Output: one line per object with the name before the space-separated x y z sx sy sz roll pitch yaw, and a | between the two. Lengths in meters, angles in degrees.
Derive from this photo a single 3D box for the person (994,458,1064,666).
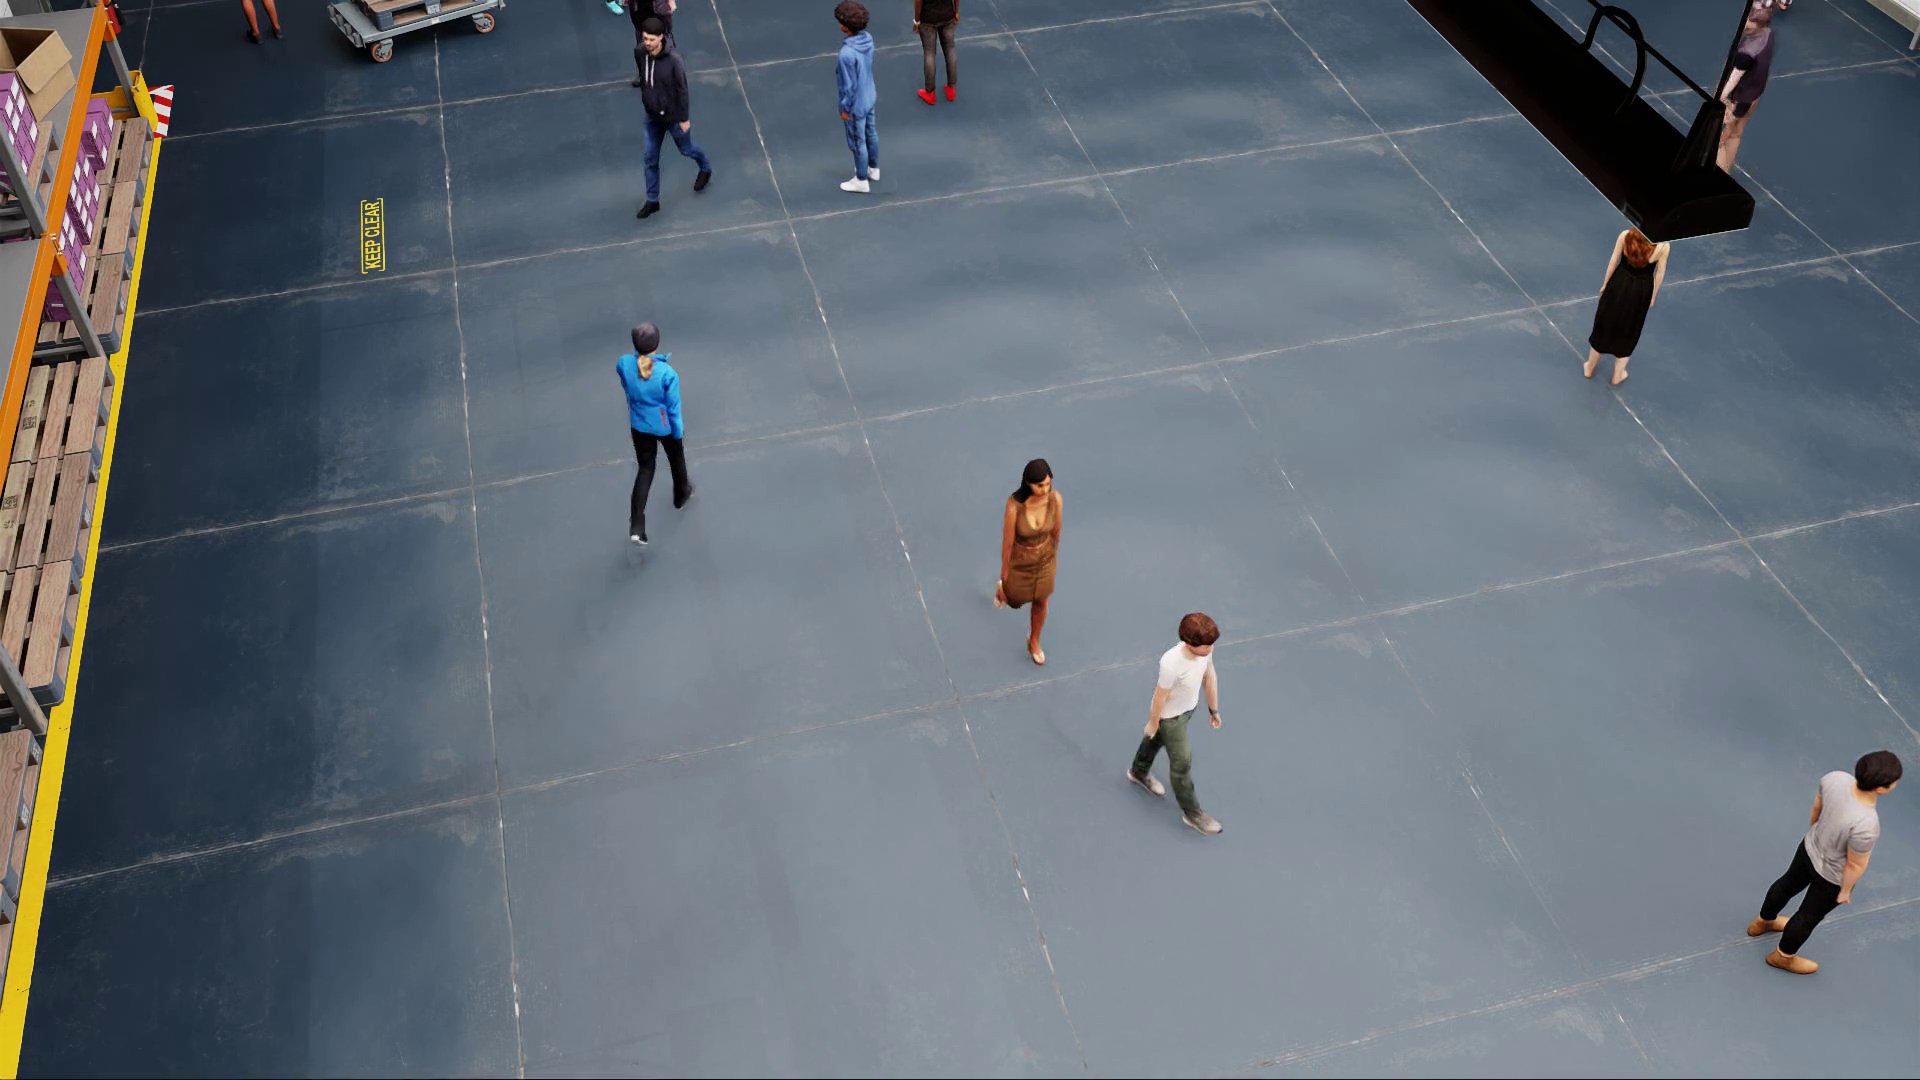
person | 0.419 0.090 10.858 0.620 1.677 0.848 -15 46 -15

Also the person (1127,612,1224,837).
person | 1.224 0.977 9.961 1.041 1.629 0.903 30 51 27

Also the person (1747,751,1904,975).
person | 4.746 1.734 9.098 0.704 1.724 0.521 -3 44 -3

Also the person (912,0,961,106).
person | -0.223 -5.137 16.252 0.654 1.805 0.545 -13 45 -14

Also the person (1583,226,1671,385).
person | 5.229 -1.938 13.025 0.673 1.624 0.731 20 47 20

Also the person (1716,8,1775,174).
person | 7.101 -4.030 15.094 0.911 1.800 0.863 -21 47 -21

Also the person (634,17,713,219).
person | -2.551 -3.847 14.876 1.195 1.836 1.272 21 47 20

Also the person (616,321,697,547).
person | -2.179 -0.723 11.647 0.970 1.767 1.186 11 45 11

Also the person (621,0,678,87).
person | -3.083 -5.388 16.486 0.806 1.845 0.792 11 45 11

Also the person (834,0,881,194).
person | -0.926 -4.017 15.076 0.812 1.805 0.724 17 46 17
